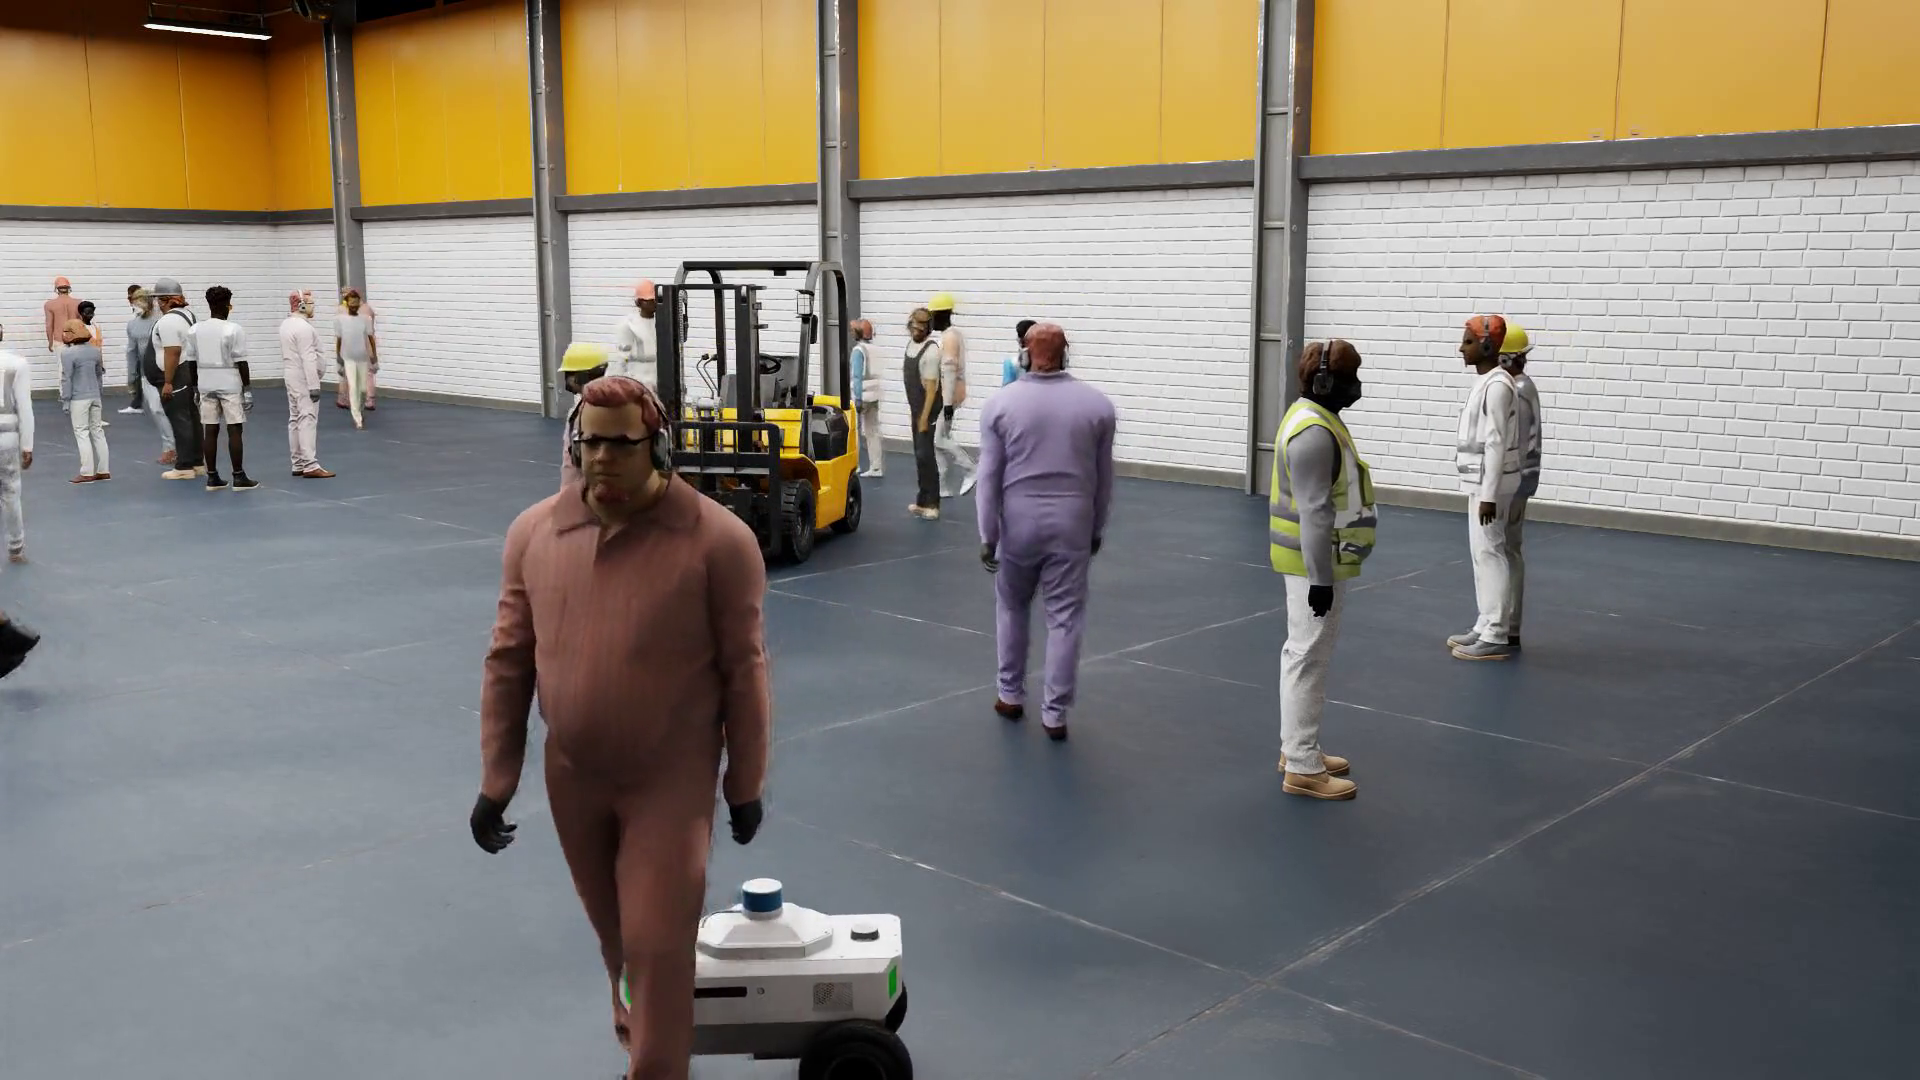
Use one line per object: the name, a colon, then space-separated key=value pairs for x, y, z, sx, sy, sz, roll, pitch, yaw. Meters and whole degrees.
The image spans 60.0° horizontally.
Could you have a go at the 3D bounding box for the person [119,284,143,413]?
person: x=-12.024 y=-2.802 z=24.487 sx=0.661 sy=1.923 sz=0.607 roll=-5 pitch=10 yaw=-27

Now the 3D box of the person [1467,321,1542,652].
person: x=3.018 y=-0.296 z=9.263 sx=0.404 sy=1.829 sz=0.600 roll=3 pitch=10 yaw=18

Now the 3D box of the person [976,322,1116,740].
person: x=0.382 y=-0.058 z=7.694 sx=0.647 sy=1.877 sz=0.801 roll=-1 pitch=9 yaw=-4

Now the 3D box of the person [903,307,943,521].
person: x=-0.348 y=-1.076 z=14.172 sx=0.350 sy=1.808 sz=0.690 roll=-4 pitch=10 yaw=-22

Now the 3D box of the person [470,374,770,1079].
person: x=-0.817 y=0.573 z=3.823 sx=0.647 sy=1.879 sz=0.845 roll=3 pitch=10 yaw=16

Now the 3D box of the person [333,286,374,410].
person: x=-9.144 y=-2.885 z=25.086 sx=0.646 sy=1.854 sz=0.973 roll=-8 pitch=12 yaw=-39

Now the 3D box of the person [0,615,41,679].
person: x=-4.947 y=-0.152 z=8.103 sx=0.548 sy=1.926 sz=0.545 roll=-4 pitch=10 yaw=-22

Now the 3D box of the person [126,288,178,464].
person: x=-8.737 y=-1.765 z=18.010 sx=0.667 sy=1.913 sz=0.566 roll=3 pitch=10 yaw=20

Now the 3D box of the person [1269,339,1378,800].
person: x=1.468 y=0.109 z=6.755 sx=0.429 sy=1.842 sz=0.637 roll=2 pitch=9 yaw=10

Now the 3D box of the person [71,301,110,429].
person: x=-11.617 y=-2.335 z=22.177 sx=0.322 sy=1.698 sz=0.533 roll=2 pitch=9 yaw=13

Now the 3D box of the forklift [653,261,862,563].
forklift: x=-1.552 y=-1.040 z=12.721 sx=1.214 sy=2.155 sz=2.313 roll=2 pitch=9 yaw=11

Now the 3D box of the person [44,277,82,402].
person: x=-14.268 y=-3.205 z=26.602 sx=0.613 sy=1.995 sz=0.380 roll=-7 pitch=11 yaw=-36

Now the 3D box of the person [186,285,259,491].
person: x=-7.059 y=-1.448 z=15.915 sx=0.612 sy=1.964 sz=0.364 roll=2 pitch=9 yaw=10

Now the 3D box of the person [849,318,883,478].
person: x=-1.039 y=-1.427 z=16.838 sx=0.568 sy=1.619 sz=0.538 roll=3 pitch=10 yaw=20

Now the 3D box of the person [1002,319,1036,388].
person: x=0.636 y=-1.091 z=14.581 sx=0.548 sy=1.679 sz=0.479 roll=-5 pitch=10 yaw=-26

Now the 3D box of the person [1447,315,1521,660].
person: x=2.865 y=-0.281 z=9.054 sx=0.342 sy=1.879 sz=0.583 roll=2 pitch=9 yaw=10

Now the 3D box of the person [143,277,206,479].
person: x=-7.980 y=-1.639 z=16.863 sx=0.535 sy=2.000 sz=0.684 roll=-1 pitch=9 yaw=-4

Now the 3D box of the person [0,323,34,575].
person: x=-6.833 y=-0.694 z=11.696 sx=0.598 sy=1.833 sz=0.982 roll=-5 pitch=10 yaw=-28

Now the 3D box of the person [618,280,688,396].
person: x=-3.065 y=-1.606 z=16.799 sx=0.614 sy=1.999 sz=1.003 roll=-9 pitch=13 yaw=-43

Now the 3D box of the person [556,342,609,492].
person: x=-1.960 y=-0.219 z=9.125 sx=0.849 sy=1.737 sz=0.534 roll=1 pitch=9 yaw=7

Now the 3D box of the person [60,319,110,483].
person: x=-8.710 y=-1.376 z=16.527 sx=0.282 sy=1.625 sz=0.501 roll=2 pitch=9 yaw=12

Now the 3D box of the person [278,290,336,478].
person: x=-6.653 y=-1.584 z=16.929 sx=0.404 sy=1.911 sz=0.636 roll=-8 pitch=12 yaw=-39

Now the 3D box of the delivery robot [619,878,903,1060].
delivery robot: x=-0.503 y=1.112 z=4.254 sx=0.707 sy=0.478 sz=0.477 roll=-1 pitch=9 yaw=-4

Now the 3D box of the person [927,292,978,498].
person: x=-0.111 y=-1.315 z=15.264 sx=0.507 sy=1.910 sz=0.611 roll=-1 pitch=9 yaw=-4

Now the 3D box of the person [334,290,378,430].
person: x=-8.064 y=-2.408 z=22.199 sx=0.522 sy=1.847 sz=0.797 roll=-5 pitch=11 yaw=-29
